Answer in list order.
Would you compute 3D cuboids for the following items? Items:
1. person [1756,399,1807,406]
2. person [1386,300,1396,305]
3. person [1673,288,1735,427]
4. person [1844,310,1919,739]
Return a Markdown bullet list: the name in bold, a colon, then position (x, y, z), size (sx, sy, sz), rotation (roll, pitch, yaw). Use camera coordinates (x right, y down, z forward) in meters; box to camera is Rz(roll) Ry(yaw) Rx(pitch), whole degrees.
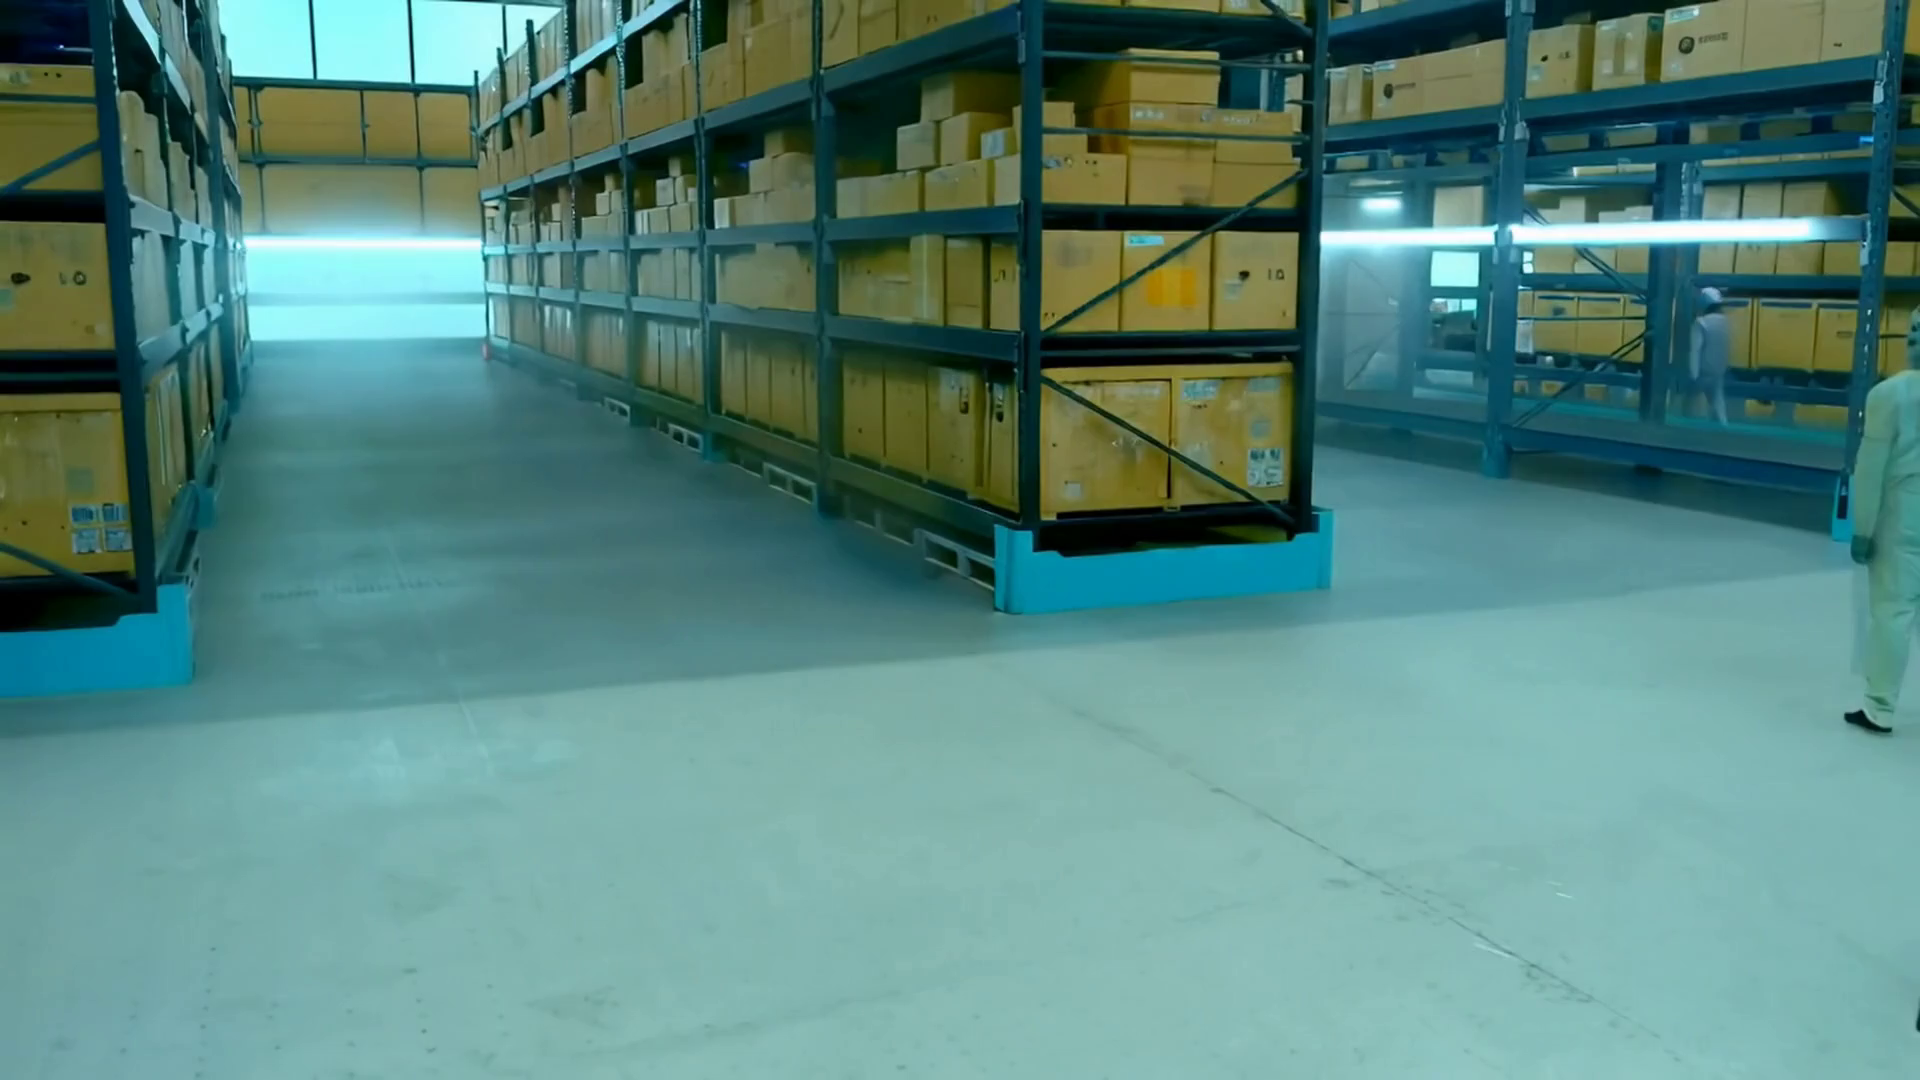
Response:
- **person**: position (11.926, -2.776, 23.957), size (0.557, 1.719, 0.907), rotation (-5, 11, -26)
- **person**: position (9.832, -5.259, 38.115), size (0.799, 1.960, 0.625), rotation (8, 12, 40)
- **person**: position (8.015, -1.817, 18.009), size (0.625, 1.783, 0.914), rotation (-4, 10, -21)
- **person**: position (4.204, -0.072, 7.246), size (0.645, 1.898, 0.396), rotation (1, 9, 3)
